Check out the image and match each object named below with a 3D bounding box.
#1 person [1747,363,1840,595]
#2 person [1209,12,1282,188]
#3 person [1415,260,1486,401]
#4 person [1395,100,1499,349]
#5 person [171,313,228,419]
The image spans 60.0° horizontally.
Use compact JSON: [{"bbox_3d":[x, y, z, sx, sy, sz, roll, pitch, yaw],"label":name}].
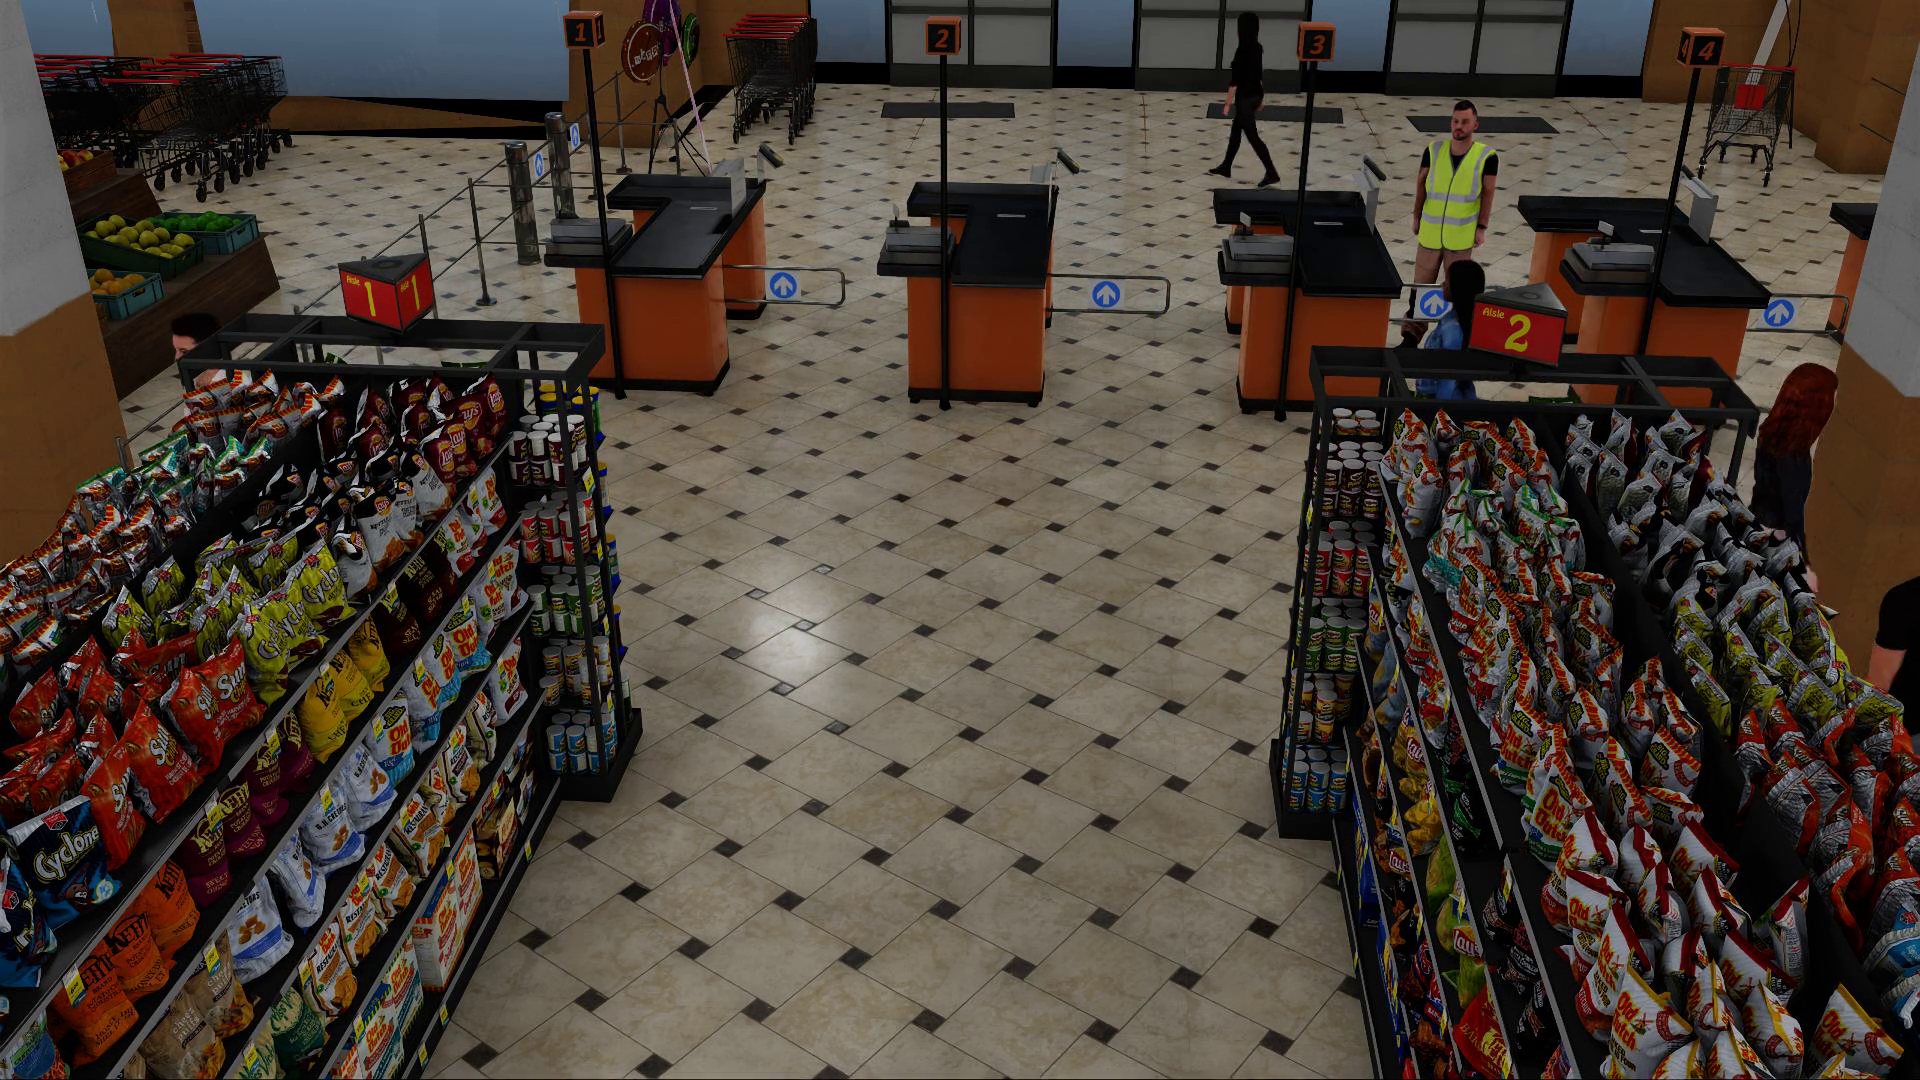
[{"bbox_3d":[3.462,0.069,7.431,1.107,1.726,1.250,18,32,32],"label":"person"},{"bbox_3d":[2.833,-4.187,15.956,1.040,1.605,1.087,19,33,33],"label":"person"},{"bbox_3d":[2.625,-0.664,8.891,0.750,1.713,0.616,16,31,28],"label":"person"},{"bbox_3d":[3.442,-2.180,11.731,0.793,1.847,0.826,11,29,21],"label":"person"},{"bbox_3d":[-3.314,-0.203,7.845,0.905,1.836,0.974,22,34,36],"label":"person"}]
